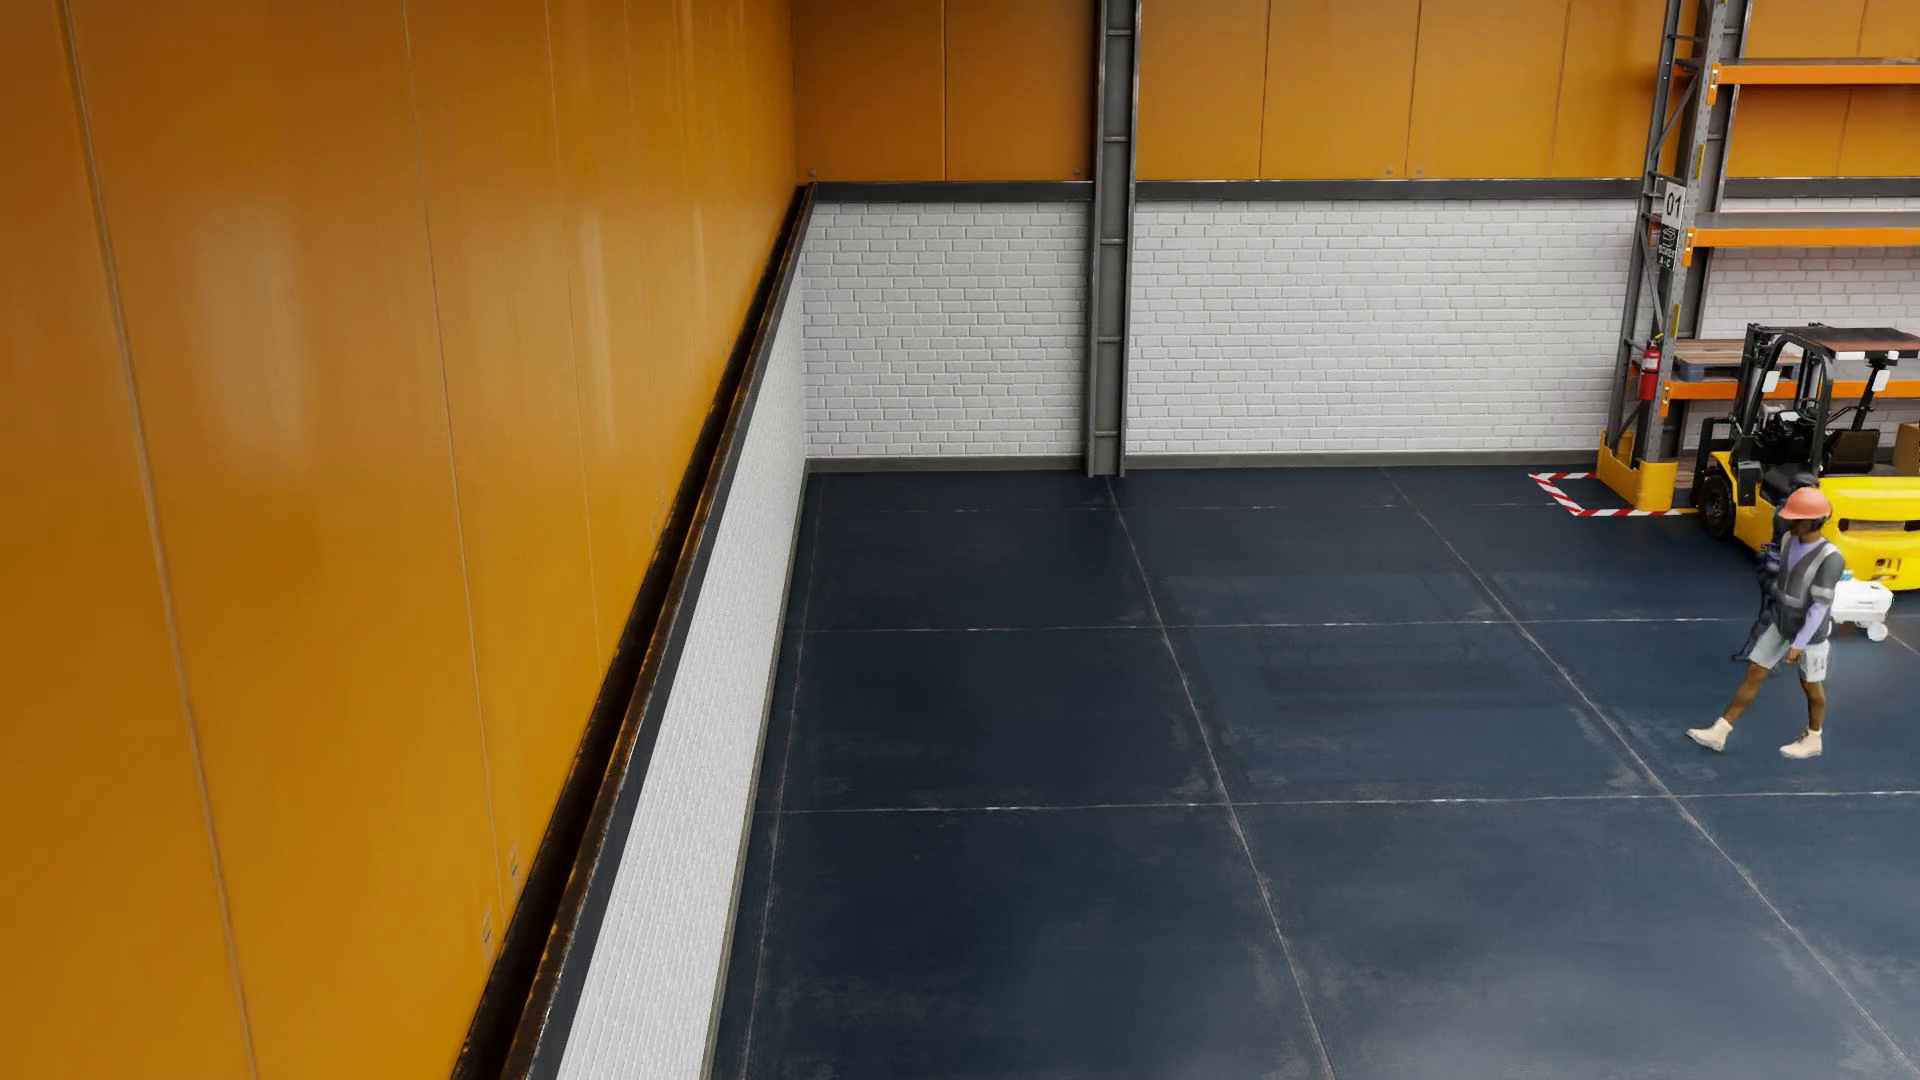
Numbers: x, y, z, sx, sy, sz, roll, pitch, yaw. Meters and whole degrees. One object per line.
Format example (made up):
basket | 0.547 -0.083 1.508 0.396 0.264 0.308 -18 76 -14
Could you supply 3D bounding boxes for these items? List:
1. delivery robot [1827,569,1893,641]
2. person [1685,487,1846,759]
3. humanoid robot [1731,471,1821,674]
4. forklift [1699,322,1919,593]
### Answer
delivery robot | 7.219 0.537 13.711 0.802 0.613 0.499 2 20 5
person | 5.638 0.610 11.427 1.044 1.990 0.613 -4 21 -12
humanoid robot | 6.325 0.245 12.877 0.377 1.646 0.610 3 20 8
forklift | 7.809 -0.792 14.926 1.214 2.155 2.313 -1 20 -2
